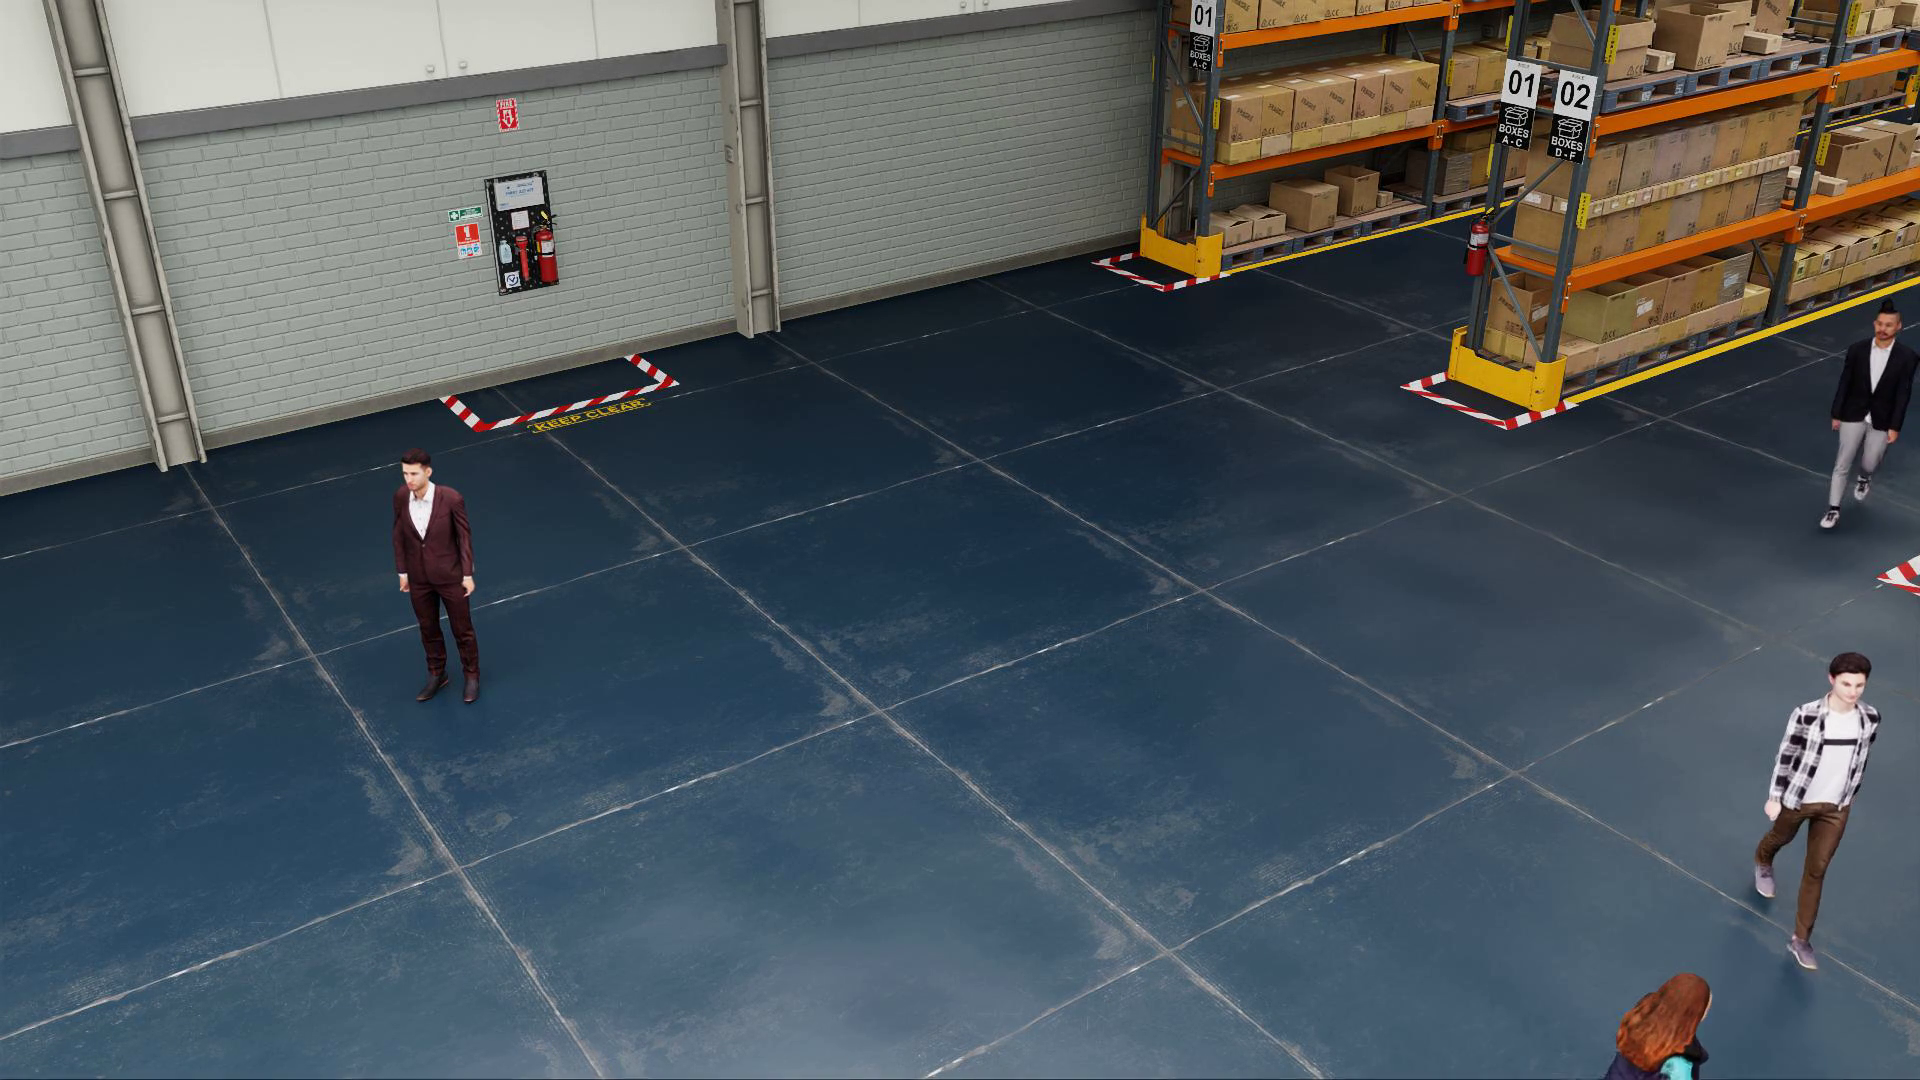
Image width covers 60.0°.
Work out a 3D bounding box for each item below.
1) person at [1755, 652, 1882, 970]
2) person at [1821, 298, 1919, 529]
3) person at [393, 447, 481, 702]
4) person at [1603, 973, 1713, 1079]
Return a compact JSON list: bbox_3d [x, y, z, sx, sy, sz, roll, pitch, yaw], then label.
[{"bbox_3d":[4.689,1.373,9.202,1.164,1.764,1.214,4,28,8],"label":"person"},{"bbox_3d":[7.534,-1.060,13.744,0.923,1.931,1.135,19,33,32],"label":"person"},{"bbox_3d":[-3.565,0.222,11.328,0.751,1.864,0.836,2,27,4],"label":"person"},{"bbox_3d":[2.946,2.502,7.311,0.745,1.488,0.690,2,27,4],"label":"person"}]
